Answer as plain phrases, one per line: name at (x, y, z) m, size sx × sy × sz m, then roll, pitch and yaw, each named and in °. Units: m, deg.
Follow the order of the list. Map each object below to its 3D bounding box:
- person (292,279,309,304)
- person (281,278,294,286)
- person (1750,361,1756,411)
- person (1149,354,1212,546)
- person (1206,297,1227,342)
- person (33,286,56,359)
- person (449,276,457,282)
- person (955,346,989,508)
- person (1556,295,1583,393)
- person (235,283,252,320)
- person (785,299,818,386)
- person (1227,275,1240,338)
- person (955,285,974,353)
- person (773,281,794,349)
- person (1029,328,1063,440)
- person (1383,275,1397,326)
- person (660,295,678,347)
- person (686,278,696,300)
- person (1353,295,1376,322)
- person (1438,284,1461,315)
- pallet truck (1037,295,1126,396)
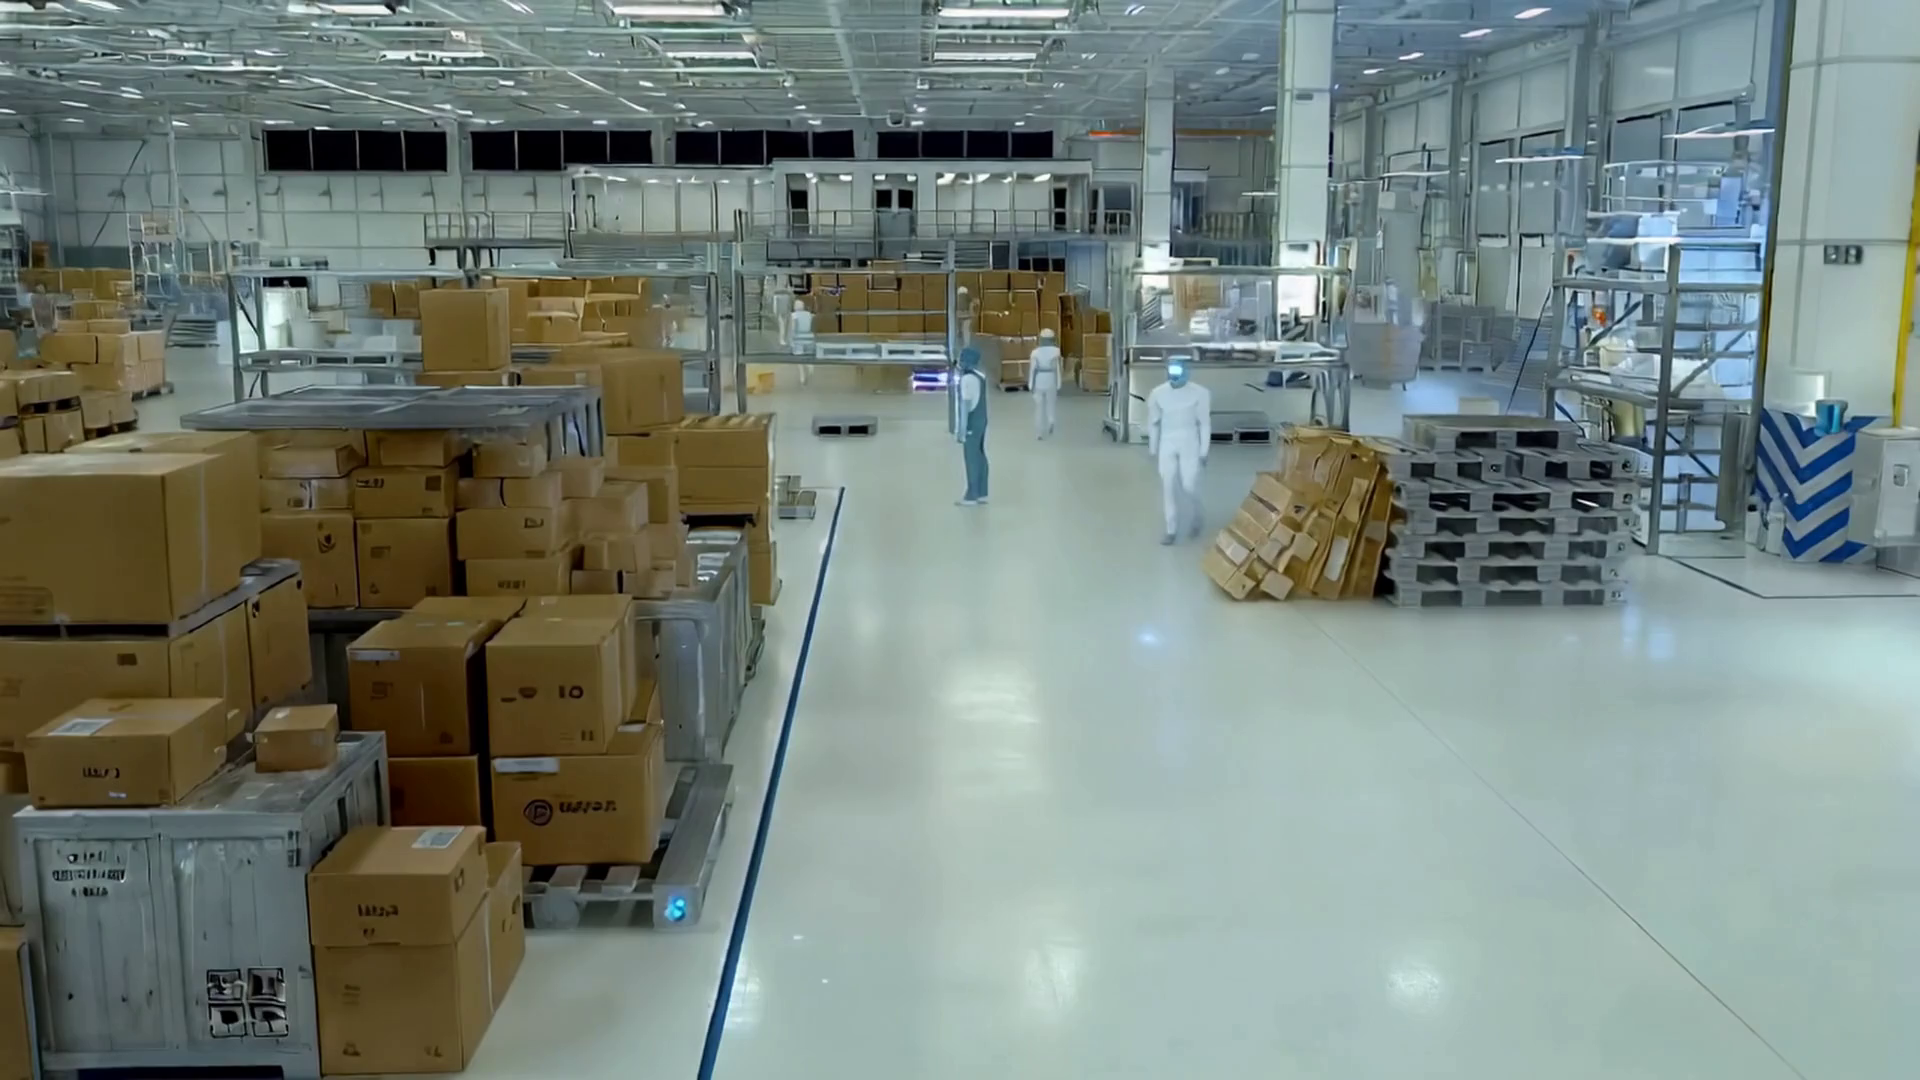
person at (-23.454, -8.409, 59.062) m, size 0.569 × 1.701 × 0.853 m, roll 2°, pitch 10°, yaw 13°
person at (-18.651, -6.261, 46.201) m, size 0.537 × 2.000 × 0.682 m, roll -4°, pitch 11°, yaw -21°
person at (10.481, -1.730, 21.391) m, size 0.585 × 1.882 × 0.337 m, roll 4°, pitch 11°, yaw 19°
person at (2.209, -0.907, 16.693) m, size 0.628 × 1.928 × 0.502 m, roll 5°, pitch 11°, yaw 26°
person at (6.428, -5.230, 41.507) m, size 0.541 × 1.650 × 0.778 m, roll -4°, pitch 11°, yaw -24°
person at (-23.854, -5.681, 43.411) m, size 0.564 × 1.888 × 0.999 m, roll -2°, pitch 10°, yaw -10°
person at (-15.342, -7.008, 50.406) m, size 0.633 × 2.018 × 0.707 m, roll -1°, pitch 10°, yaw -5°
person at (0.137, -1.289, 19.047) m, size 0.342 × 1.845 × 0.506 m, roll 6°, pitch 12°, yaw 31°
person at (12.228, -3.953, 33.513) m, size 0.608 × 1.987 × 0.402 m, roll 0°, pitch 10°, yaw -1°
person at (-21.081, -6.688, 49.166) m, size 0.609 × 1.825 × 1.012 m, roll 2°, pitch 10°, yaw 10°
person at (-3.395, -4.193, 35.301) m, size 0.662 × 1.811 × 0.839 m, roll -4°, pitch 11°, yaw -20°
person at (8.677, -7.410, 52.757) m, size 0.393 × 1.985 × 0.611 m, roll 2°, pitch 10°, yaw 10°
person at (0.073, -6.031, 45.482) m, size 0.626 × 1.842 × 0.429 m, roll -4°, pitch 11°, yaw -21°
person at (-5.054, -6.421, 47.420) m, size 0.642 × 1.926 × 0.670 m, roll -7°, pitch 12°, yaw -35°
person at (1.320, -2.377, 25.432) m, size 0.515 × 1.720 × 0.519 m, roll 0°, pitch 10°, yaw -2°
person at (14.559, -7.993, 56.219) m, size 0.588 × 1.907 × 0.540 m, roll -6°, pitch 12°, yaw -32°
person at (-6.664, -4.648, 37.820) m, size 0.540 × 1.815 × 1.003 m, roll 5°, pitch 11°, yaw 25°
person at (-8.740, -7.493, 53.485) m, size 0.596 × 1.886 × 0.975 m, roll -9°, pitch 14°, yaw -42°
person at (9.741, -5.007, 39.989) m, size 0.546 × 1.751 × 0.449 m, roll -1°, pitch 10°, yaw -6°
person at (12.929, -5.803, 43.967) m, size 0.594 × 1.924 × 0.382 m, roll 2°, pitch 10°, yaw 11°
pallet truck at (2.483, -3.881, 33.060) m, size 1.885 × 1.965 × 0.823 m, roll -7°, pitch 13°, yaw -36°
